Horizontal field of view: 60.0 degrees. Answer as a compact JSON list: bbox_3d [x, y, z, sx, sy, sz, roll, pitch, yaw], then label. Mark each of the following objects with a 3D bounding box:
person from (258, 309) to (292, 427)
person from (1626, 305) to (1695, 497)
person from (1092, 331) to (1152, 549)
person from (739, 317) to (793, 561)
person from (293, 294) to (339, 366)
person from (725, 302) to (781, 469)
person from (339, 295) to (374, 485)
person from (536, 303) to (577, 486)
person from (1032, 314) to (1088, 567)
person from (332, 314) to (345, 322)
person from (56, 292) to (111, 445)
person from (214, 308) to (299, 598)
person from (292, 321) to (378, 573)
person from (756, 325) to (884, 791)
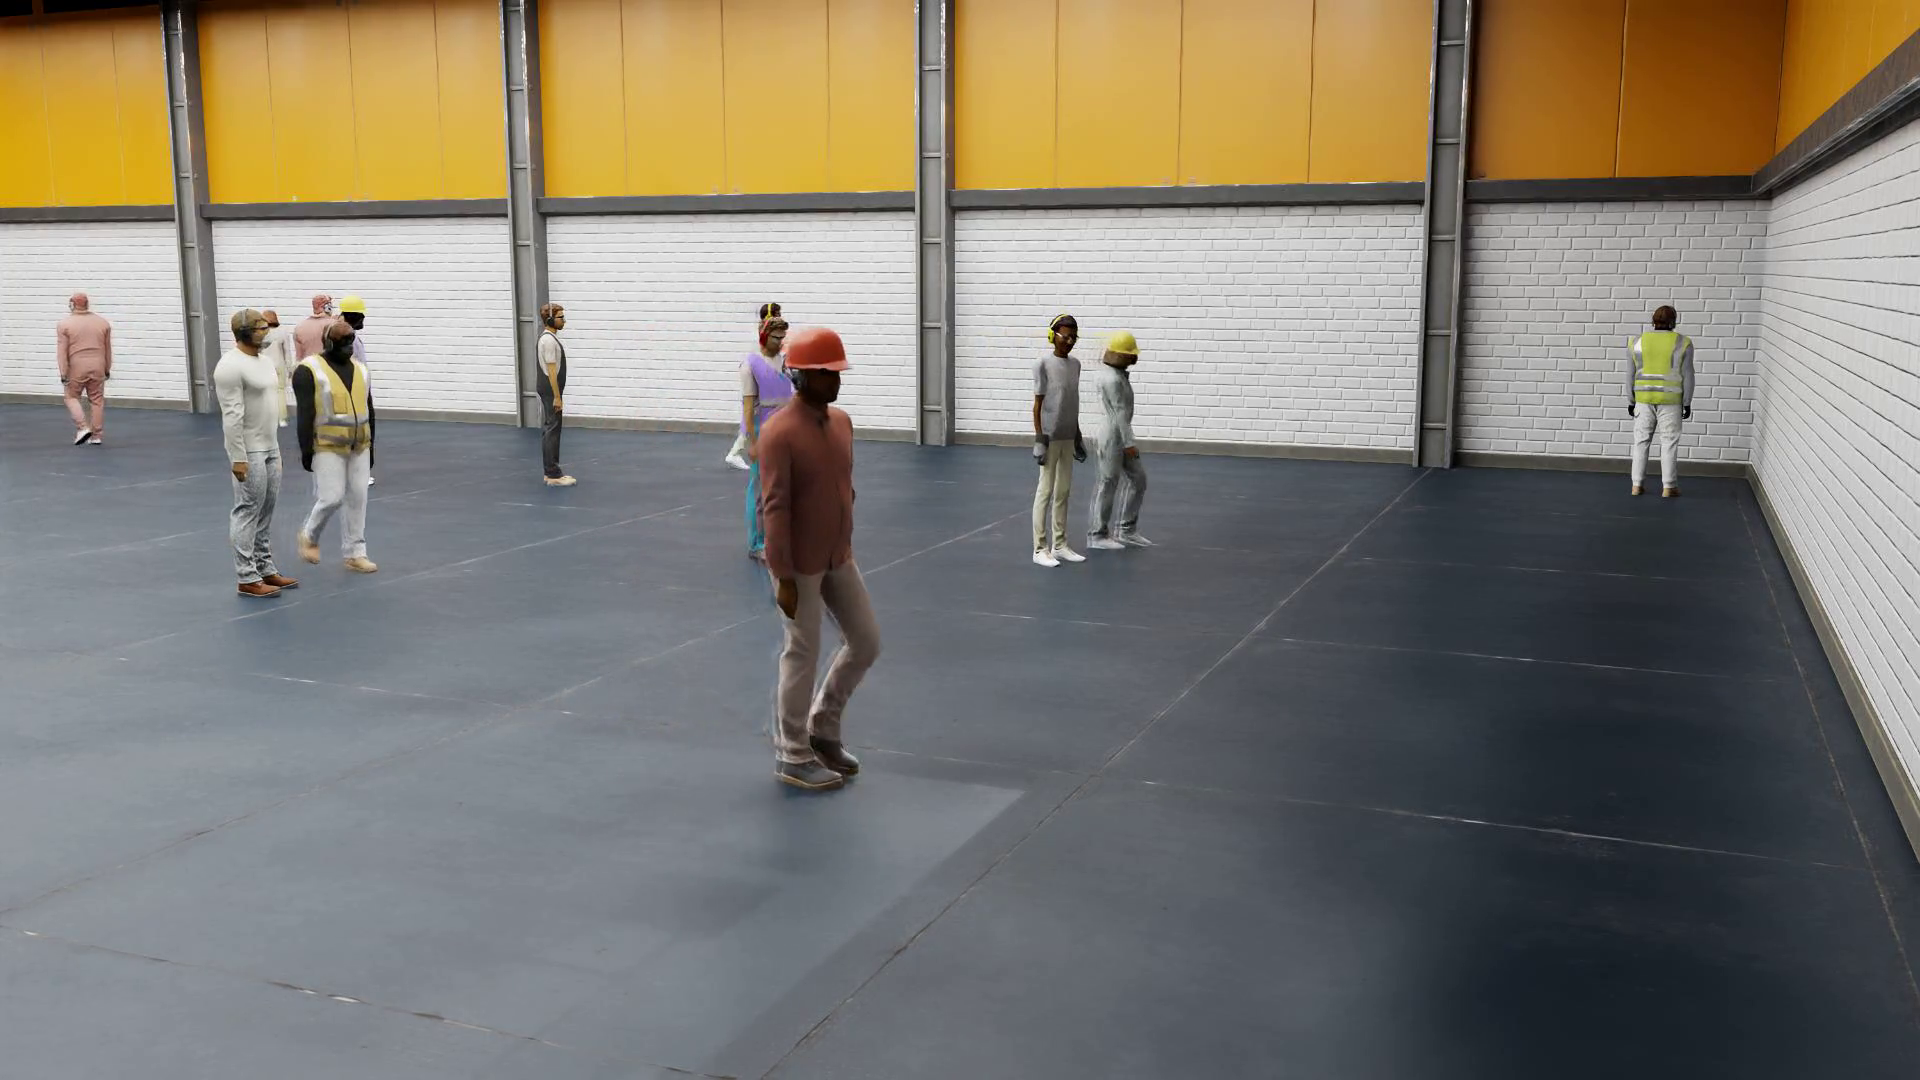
[{"bbox_3d":[-9.438,-2.348,22.831,0.511,1.637,0.353,-4,10,-20],"label":"person"},{"bbox_3d":[6.738,-1.332,16.021,0.626,1.844,0.429,7,12,35],"label":"person"},{"bbox_3d":[1.286,-0.756,12.911,0.599,1.715,0.491,3,10,18],"label":"person"},{"bbox_3d":[-1.455,-0.768,12.608,0.390,1.838,0.563,5,10,26],"label":"person"},{"bbox_3d":[-7.074,-1.788,18.605,0.636,1.903,0.405,1,9,4],"label":"person"},{"bbox_3d":[-2.121,-1.668,18.101,0.951,1.833,0.533,-2,10,-9],"label":"person"},{"bbox_3d":[-6.143,-1.515,16.863,0.387,1.926,0.591,-3,10,-16],"label":"person"},{"bbox_3d":[-4.102,-1.467,16.822,0.344,1.846,0.506,-3,10,-19],"label":"person"},{"bbox_3d":[0.744,-0.738,12.367,0.519,1.860,0.326,-9,13,-44],"label":"person"},{"bbox_3d":[-7.369,-1.883,19.964,0.309,1.641,0.513,3,10,16],"label":"person"},{"bbox_3d":[-10.809,-2.107,20.545,0.436,1.896,0.671,8,13,42],"label":"person"},{"bbox_3d":[-4.745,-0.586,11.204,0.363,1.939,0.636,0,9,1],"label":"person"},{"bbox_3d":[-4.512,-0.671,12.036,0.524,1.829,0.632,6,11,33],"label":"person"},{"bbox_3d":[-0.594,0.103,7.003,0.460,1.941,0.646,6,11,32],"label":"person"}]
